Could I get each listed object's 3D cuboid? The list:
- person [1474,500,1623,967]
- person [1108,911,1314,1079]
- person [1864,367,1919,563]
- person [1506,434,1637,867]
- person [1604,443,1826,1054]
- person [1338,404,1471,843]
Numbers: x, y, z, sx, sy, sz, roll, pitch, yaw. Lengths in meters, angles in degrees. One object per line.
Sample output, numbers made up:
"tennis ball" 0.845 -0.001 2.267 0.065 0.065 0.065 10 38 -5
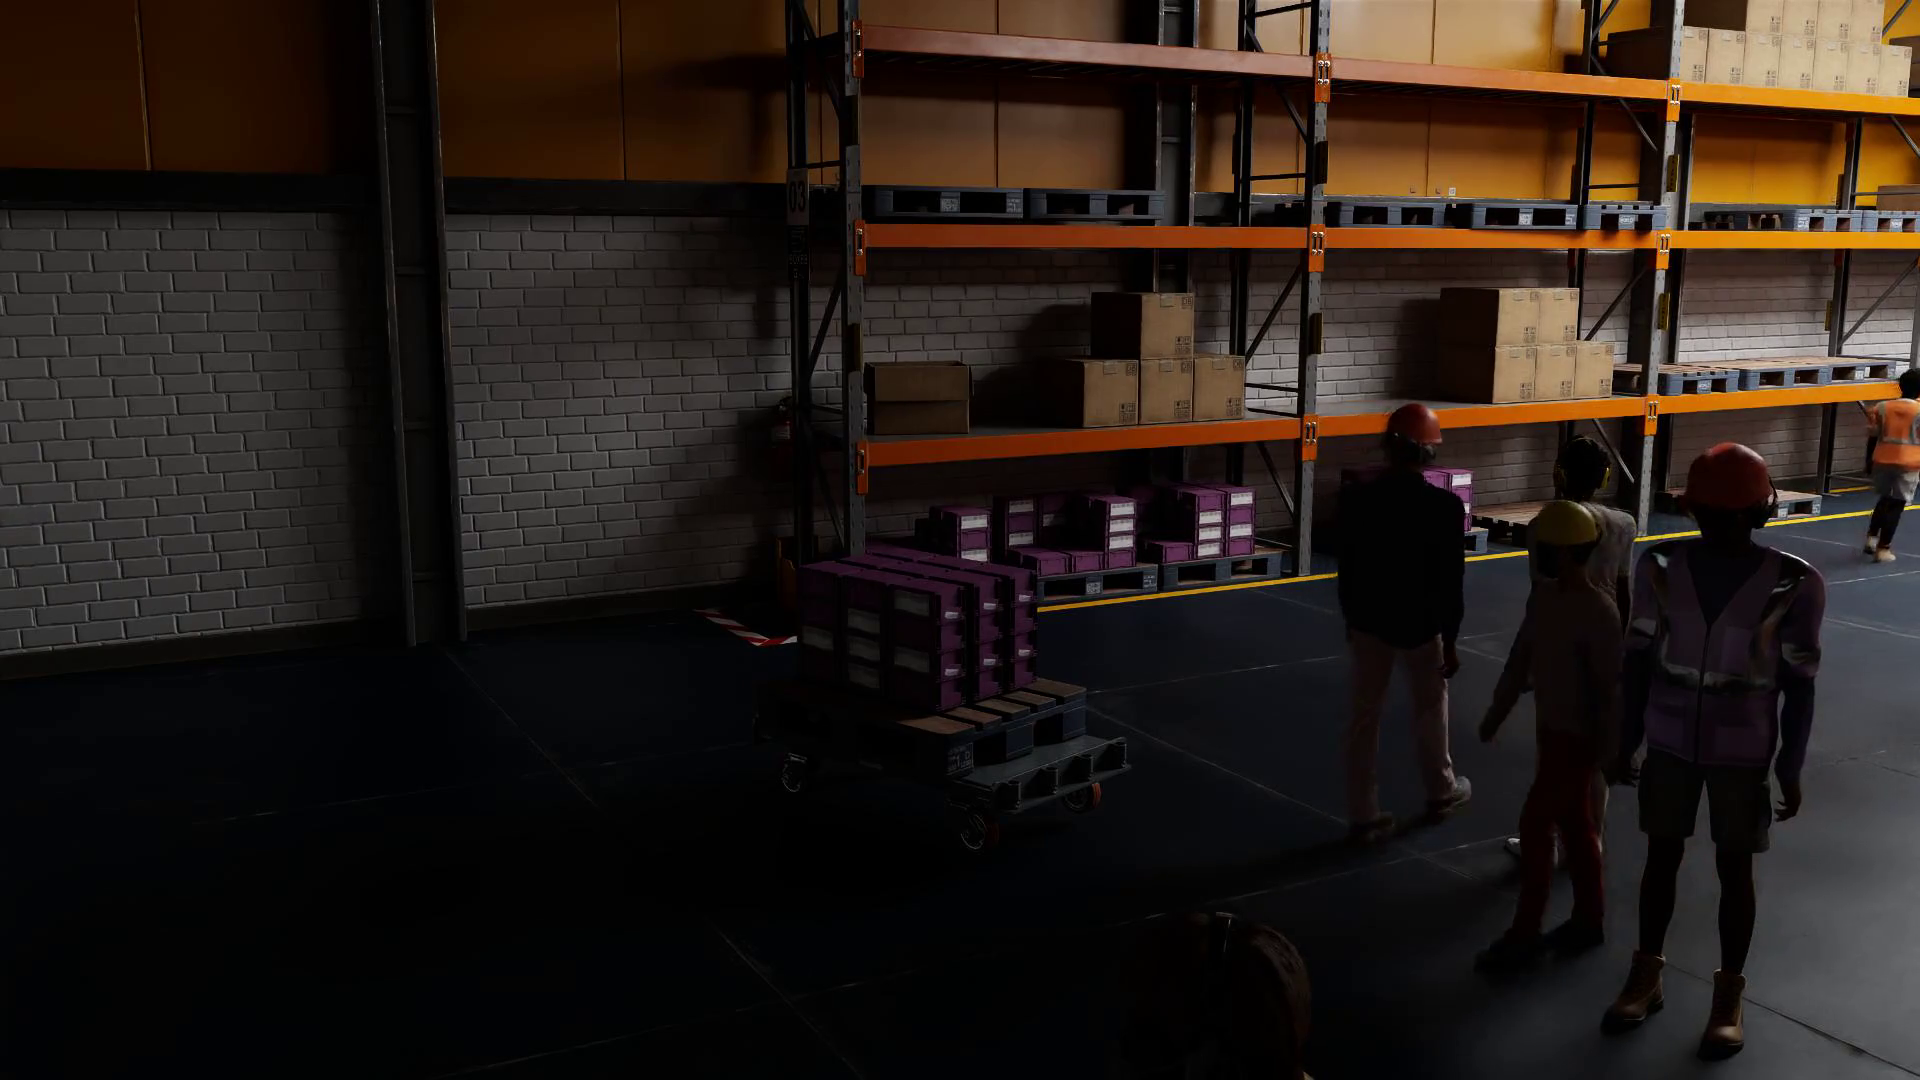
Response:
"person" 2.169 0.716 6.187 0.699 1.743 0.525 -1 10 -3
"person" 0.325 1.364 2.164 0.429 1.841 0.633 1 10 8
"person" 7.968 -0.626 14.112 0.435 1.671 0.536 -7 12 -35
"person" 2.629 0.480 7.174 0.532 1.871 0.321 -2 10 -12
"person" 2.484 0.685 5.521 0.605 2.033 0.392 8 12 38
"person" 2.063 0.358 7.595 0.647 1.960 0.904 8 13 39
